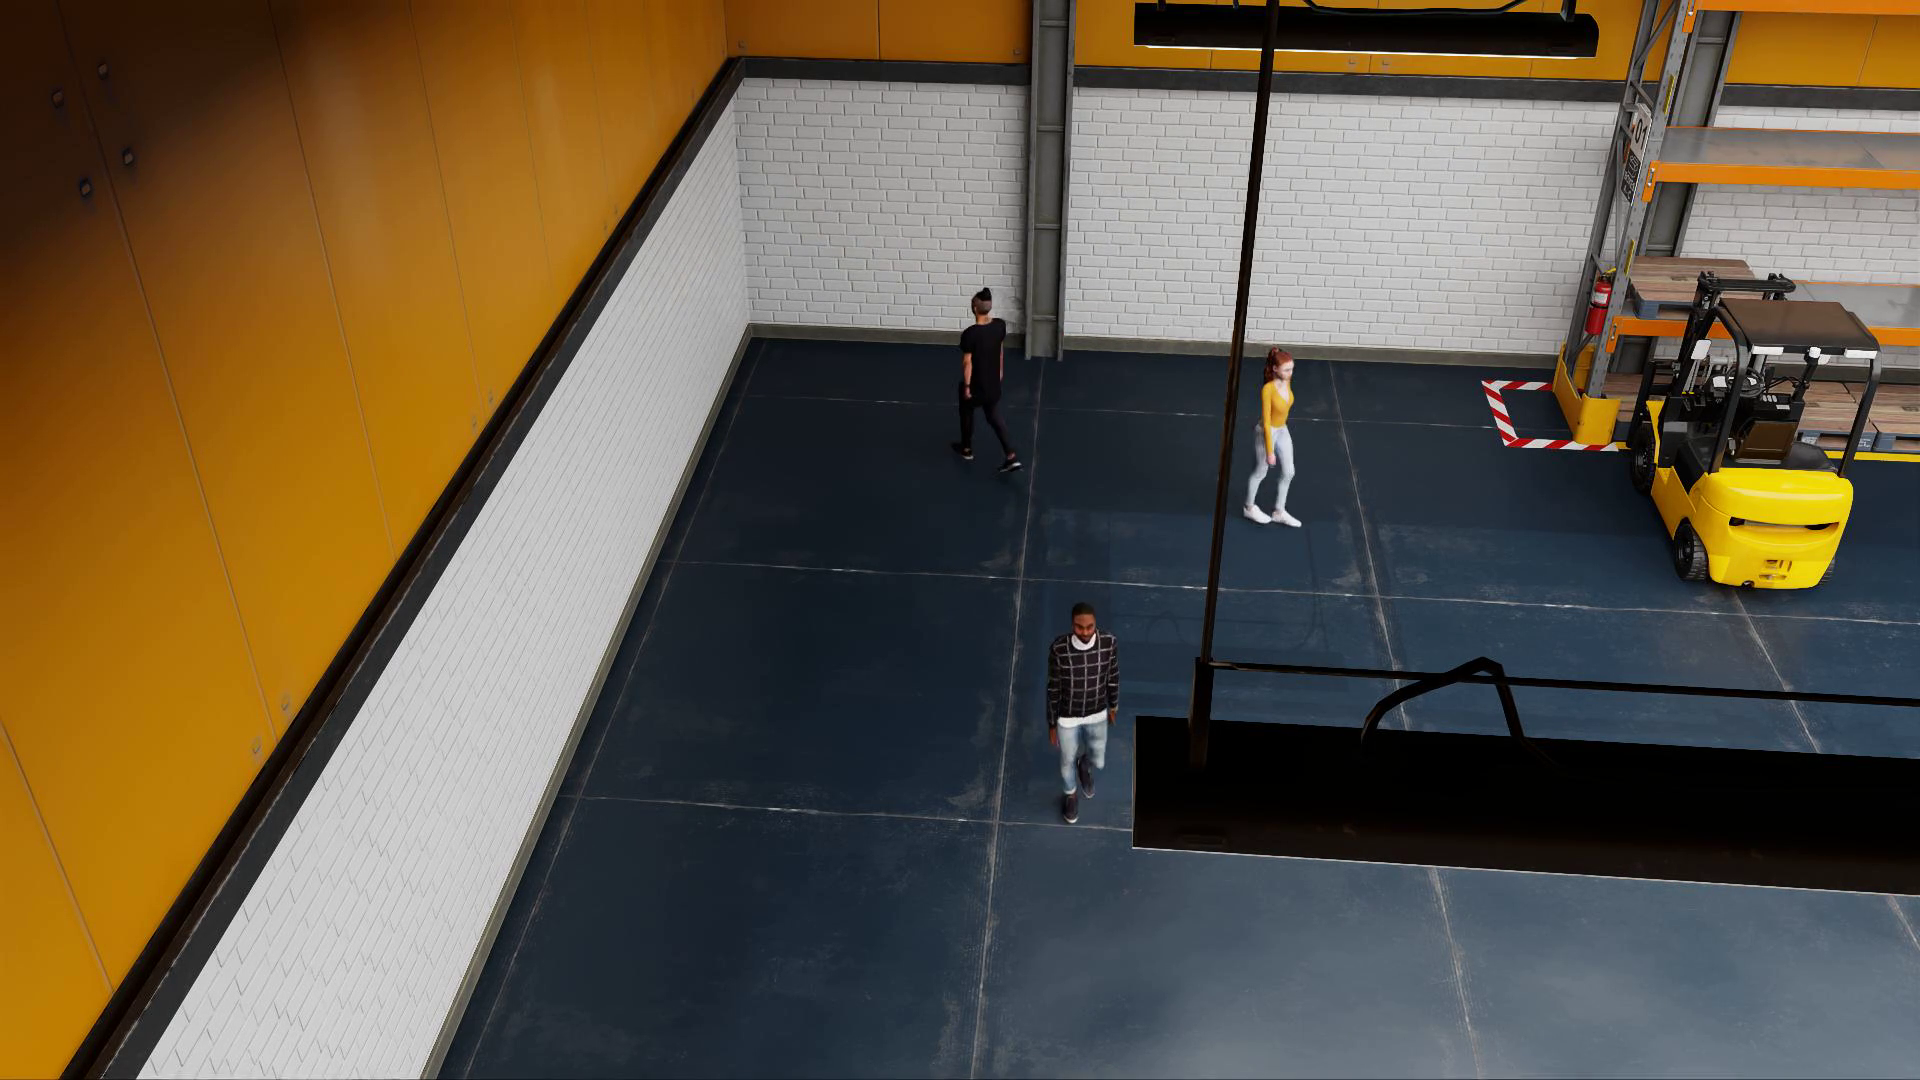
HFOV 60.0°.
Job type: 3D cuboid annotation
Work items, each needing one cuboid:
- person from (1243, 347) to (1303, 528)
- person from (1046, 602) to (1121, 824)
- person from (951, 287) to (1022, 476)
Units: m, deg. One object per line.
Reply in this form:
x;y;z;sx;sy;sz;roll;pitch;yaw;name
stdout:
2.615;-0.904;14.462;0.904;1.736;0.820;23;40;31;person
0.799;1.108;11.374;0.714;1.805;0.791;-2;34;-4;person
0.263;-1.426;15.162;1.163;1.833;1.217;-24;40;-31;person
